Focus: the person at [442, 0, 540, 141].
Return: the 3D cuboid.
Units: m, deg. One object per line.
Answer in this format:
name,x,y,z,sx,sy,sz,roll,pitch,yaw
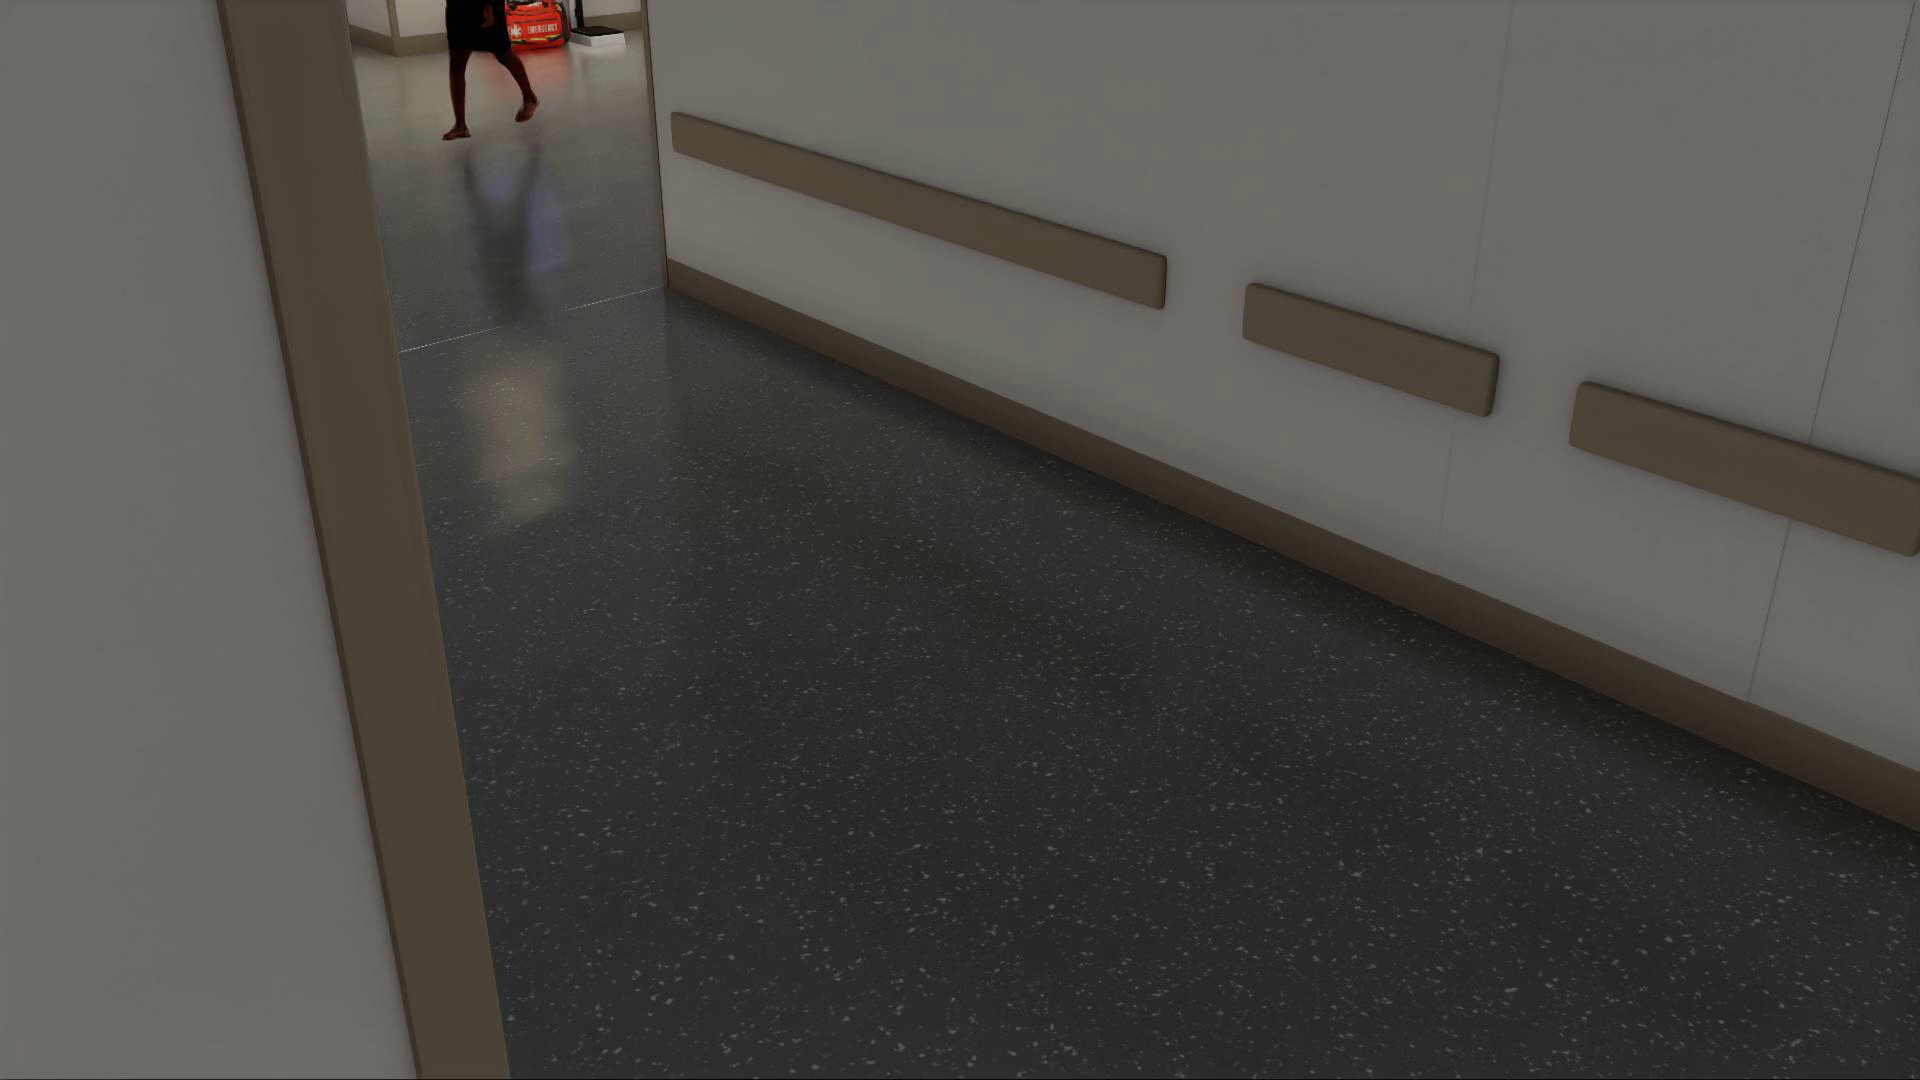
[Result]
person,-3.196,-3.584,11.216,1.026,1.682,1.251,8,27,17
